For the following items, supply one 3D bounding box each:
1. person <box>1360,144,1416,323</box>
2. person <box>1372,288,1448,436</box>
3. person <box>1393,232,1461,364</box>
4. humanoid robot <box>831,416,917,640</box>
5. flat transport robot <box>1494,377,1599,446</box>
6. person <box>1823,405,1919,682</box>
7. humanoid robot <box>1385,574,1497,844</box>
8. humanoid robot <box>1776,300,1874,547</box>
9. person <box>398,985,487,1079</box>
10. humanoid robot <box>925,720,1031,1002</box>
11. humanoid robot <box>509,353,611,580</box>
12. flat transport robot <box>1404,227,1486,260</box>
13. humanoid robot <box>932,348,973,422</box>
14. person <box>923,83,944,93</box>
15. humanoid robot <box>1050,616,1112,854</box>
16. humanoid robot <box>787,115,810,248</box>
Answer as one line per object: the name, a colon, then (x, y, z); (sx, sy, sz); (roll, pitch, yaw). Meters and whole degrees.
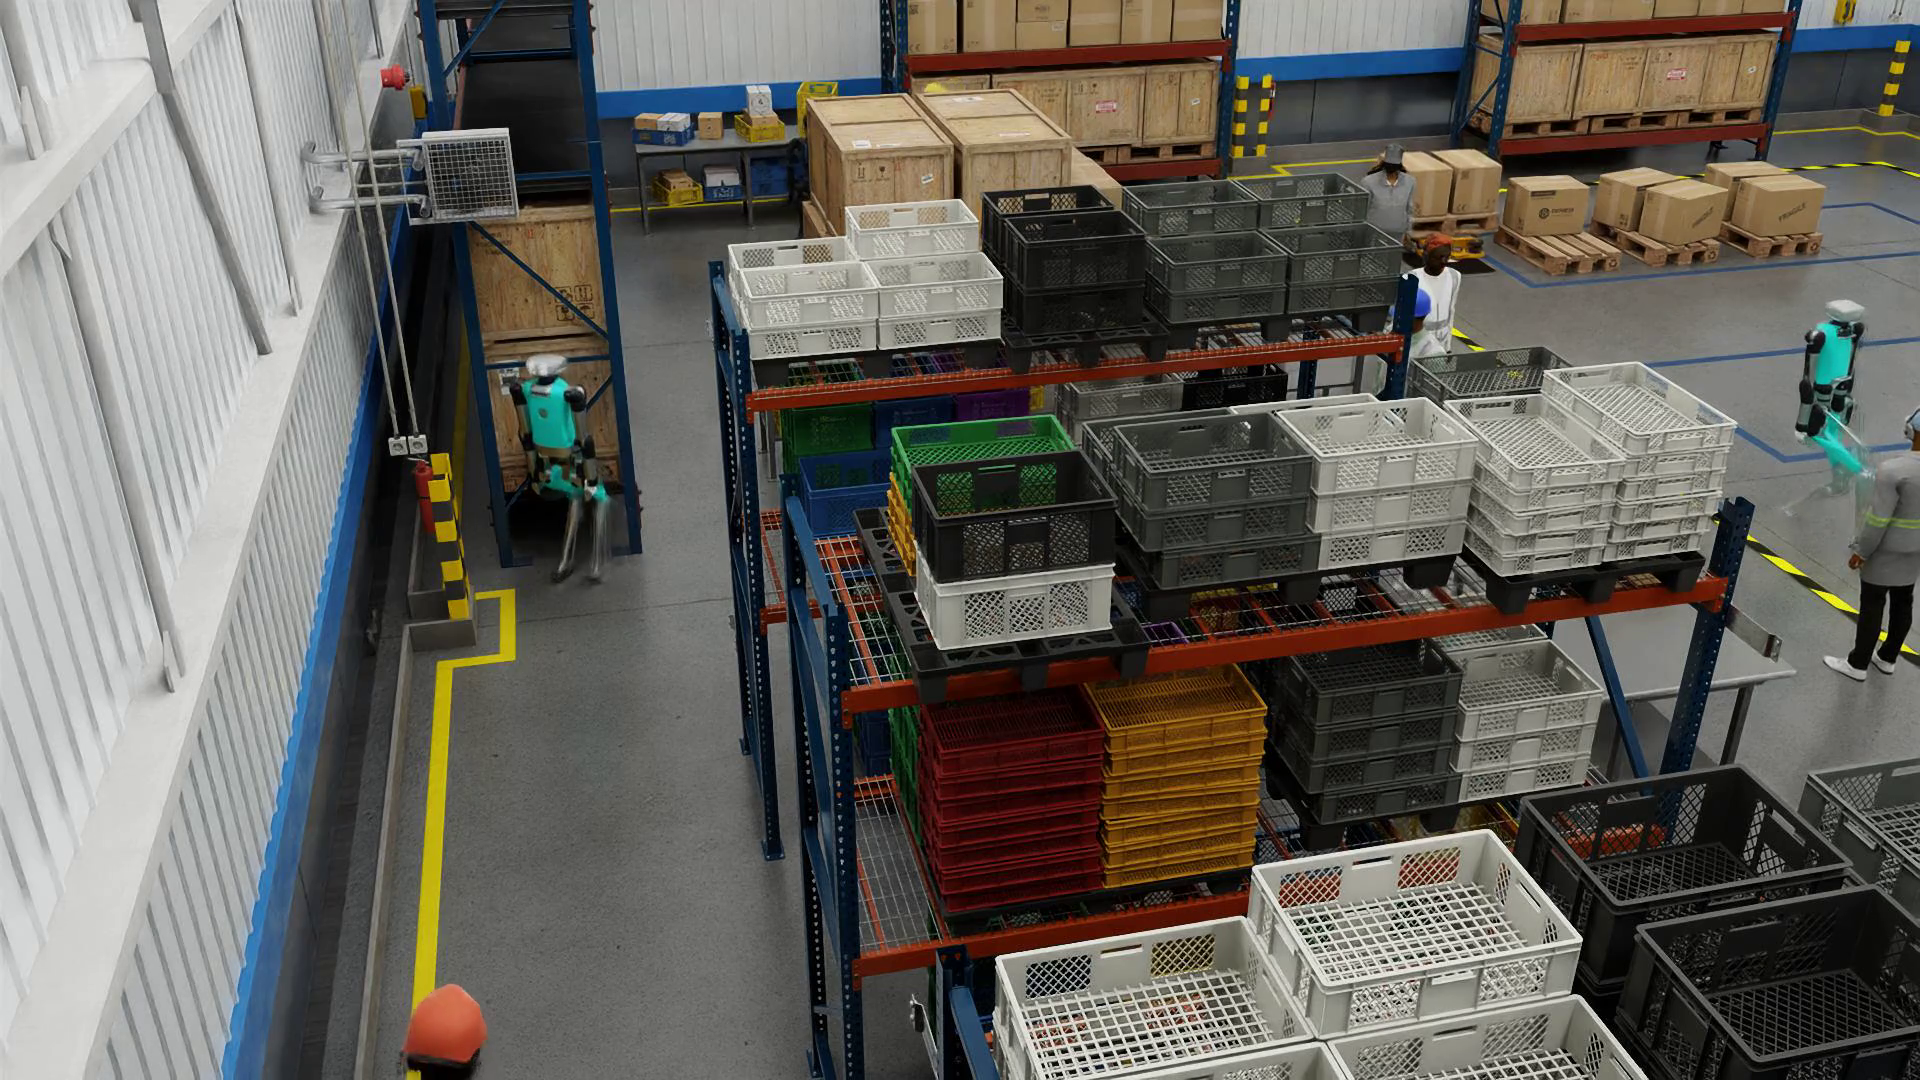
person: (4.074, -2.954, 16.041); (0.572, 1.766, 0.396); (-3, 28, -6)
person: (3.176, -0.897, 11.961); (0.411, 1.940, 0.610); (-13, 30, -22)
person: (3.668, -1.525, 13.210); (0.573, 1.881, 0.357); (-11, 30, -19)
humanoid robot: (-0.494, -0.068, 10.695); (0.768, 1.626, 0.596); (-6, 28, -11)
flat transport robot: (4.780, -1.036, 14.013); (0.659, 0.231, 1.431); (-6, 28, -12)
person: (5.788, 0.015, 10.324); (0.589, 1.848, 0.404); (-7, 29, -14)
humanoid robot: (2.593, 1.017, 8.556); (0.968, 1.764, 0.547); (8, 29, 15)
humanoid robot: (6.472, -0.777, 11.989); (0.537, 1.775, 0.994); (-15, 31, -26)
person: (-1.680, 2.446, 5.559); (0.613, 1.997, 0.793); (0, 28, 0)
humanoid robot: (0.023, 1.497, 7.634); (0.545, 1.795, 0.675); (13, 30, 23)
humanoid robot: (-2.648, -0.541, 11.414); (0.530, 1.720, 0.738); (7, 29, 14)
flat transport robot: (5.206, -3.422, 18.509); (0.652, 0.197, 1.431); (-6, 28, -12)
humanoid robot: (-0.034, -0.958, 12.378); (0.714, 1.628, 0.603); (-12, 30, -21)
person: (-0.158, -4.095, 18.191); (0.630, 1.795, 0.616); (-16, 32, -28)
humanoid robot: (0.448, 1.073, 8.429); (1.045, 1.723, 0.564); (5, 28, 10)
humanoid robot: (-1.575, -3.658, 17.511); (0.609, 1.646, 0.693); (8, 29, 14)
